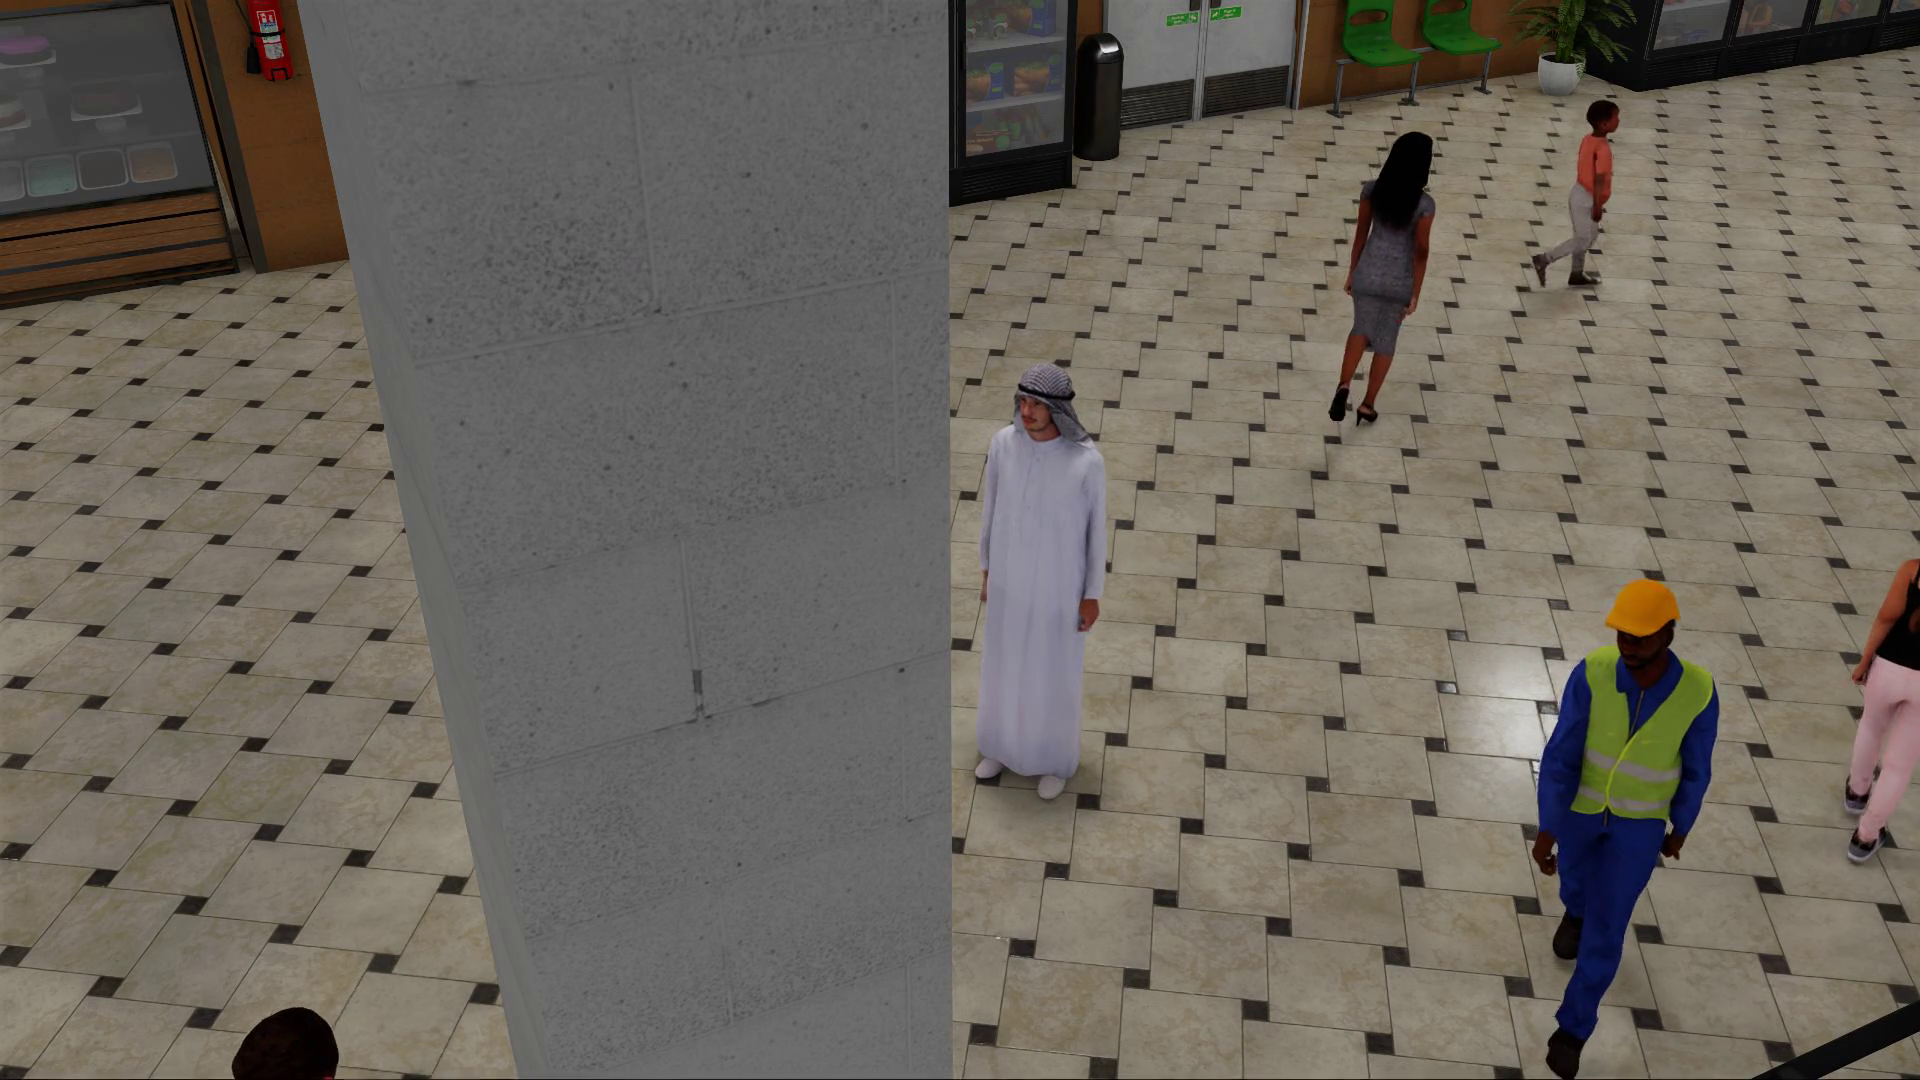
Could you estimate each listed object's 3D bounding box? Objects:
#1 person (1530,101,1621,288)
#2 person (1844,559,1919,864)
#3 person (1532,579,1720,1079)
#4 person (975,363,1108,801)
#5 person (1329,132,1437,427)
[{"bbox_3d":[4.160,-2.293,11.169,0.758,1.300,0.780,2,32,3],"label":"person"},{"bbox_3d":[3.601,0.577,6.330,0.801,1.539,0.796,24,39,33],"label":"person"},{"bbox_3d":[2.212,0.863,5.668,1.235,1.752,1.217,14,35,21],"label":"person"},{"bbox_3d":[0.324,0.166,6.625,0.777,1.926,0.861,15,35,22],"label":"person"},{"bbox_3d":[2.327,-1.368,9.243,0.850,1.764,0.880,18,36,26],"label":"person"}]
